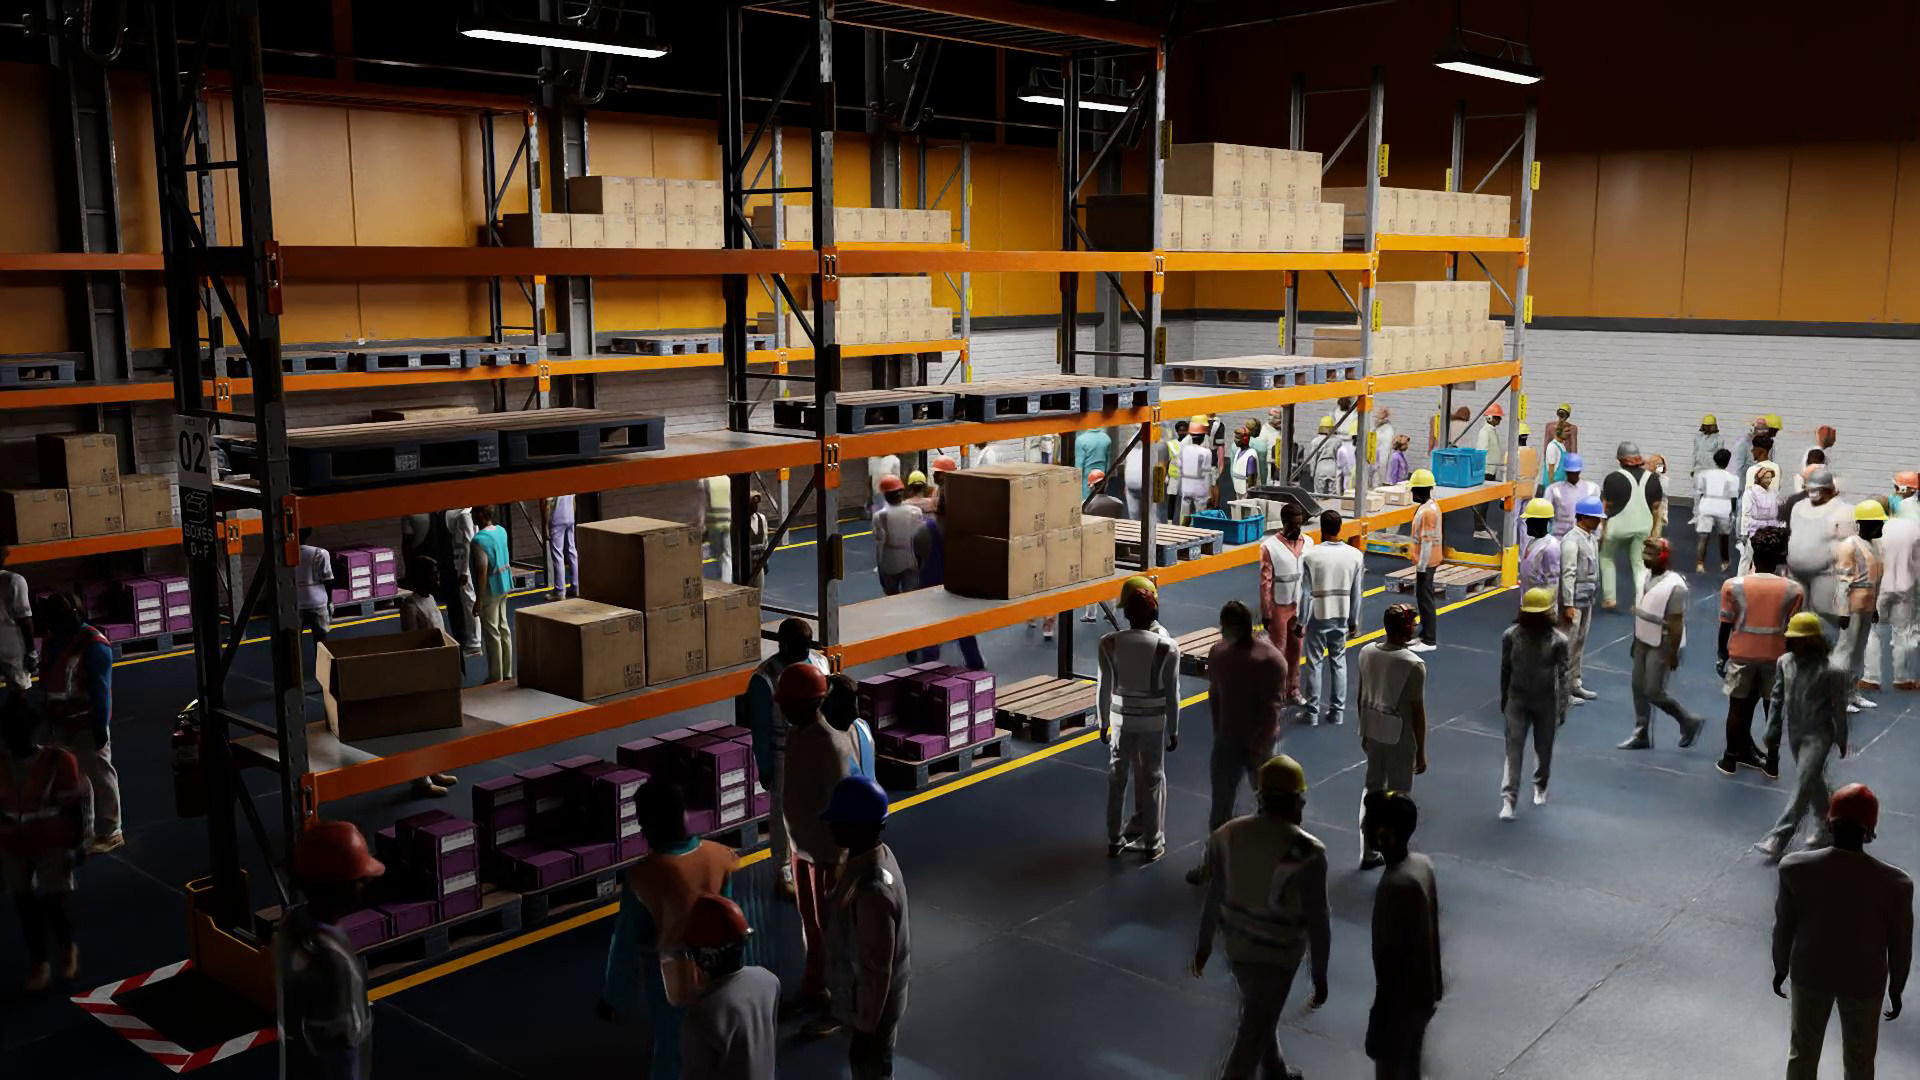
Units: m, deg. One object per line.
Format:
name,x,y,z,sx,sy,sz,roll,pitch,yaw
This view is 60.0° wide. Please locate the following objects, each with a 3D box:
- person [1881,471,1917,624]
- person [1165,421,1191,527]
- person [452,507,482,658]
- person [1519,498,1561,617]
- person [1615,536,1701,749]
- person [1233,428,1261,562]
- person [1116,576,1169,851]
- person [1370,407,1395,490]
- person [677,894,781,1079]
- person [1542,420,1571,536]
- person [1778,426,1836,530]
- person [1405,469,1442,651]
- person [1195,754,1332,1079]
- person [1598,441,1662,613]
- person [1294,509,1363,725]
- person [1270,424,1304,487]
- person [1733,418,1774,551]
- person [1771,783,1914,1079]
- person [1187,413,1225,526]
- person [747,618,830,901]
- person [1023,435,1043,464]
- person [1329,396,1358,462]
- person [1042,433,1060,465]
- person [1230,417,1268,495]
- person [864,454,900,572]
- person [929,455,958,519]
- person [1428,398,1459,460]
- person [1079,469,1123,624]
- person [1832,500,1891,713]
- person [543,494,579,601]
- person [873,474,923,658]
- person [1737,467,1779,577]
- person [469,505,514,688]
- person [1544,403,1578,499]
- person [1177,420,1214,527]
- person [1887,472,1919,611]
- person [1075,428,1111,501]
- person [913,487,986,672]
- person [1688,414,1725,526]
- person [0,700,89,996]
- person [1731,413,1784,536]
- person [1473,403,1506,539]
person,10.536,0.084,18.682,0.355,1.742,0.574,4,10,23
person,3.319,-0.949,24.978,0.537,1.696,0.318,-1,10,-5
person,-5.122,0.269,17.152,0.356,1.883,0.573,-4,10,-20
person,5.264,0.572,15.207,0.368,1.927,0.587,0,10,-3
person,5.803,0.867,13.759,0.546,1.831,0.573,-1,10,-7
person,3.886,-0.613,22.572,0.392,1.836,0.561,-2,10,-9
person,1.260,1.193,11.528,0.381,1.917,0.586,-2,10,-11
person,6.351,-1.095,25.327,0.402,1.886,0.692,-1,10,-8
person,-0.881,2.170,6.231,0.357,1.744,0.557,4,10,23
person,8.425,-0.775,23.521,0.340,1.839,0.504,6,11,33
person,11.645,-0.663,22.873,0.942,1.845,0.558,3,10,17
person,4.840,0.209,17.421,0.404,1.917,0.588,2,10,13
person,1.387,1.912,7.727,0.995,1.770,0.624,-9,13,-42
person,7.711,-0.156,19.217,0.694,2.000,0.647,-1,10,-5
person,3.231,0.685,14.600,0.599,1.909,0.401,-3,10,-15
person,4.844,-0.896,24.678,0.535,1.694,0.321,-2,10,-13
person,11.159,-0.776,23.370,0.655,1.893,0.401,-3,10,-19
person,3.963,1.949,7.503,0.563,1.752,0.329,5,11,28
person,3.763,-1.192,25.442,0.619,2.029,0.410,5,11,29
person,-1.048,1.388,10.644,0.429,1.831,0.631,9,13,44
person,1.155,-1.296,26.912,0.324,1.740,0.492,7,12,34
person,6.654,-1.650,28.776,0.571,1.840,0.987,4,10,20
person,1.497,-1.412,27.326,0.390,1.837,0.561,-4,10,-21
person,3.982,-0.718,22.876,0.376,1.940,0.629,-7,12,-36
person,-0.978,-0.523,21.990,0.536,1.849,0.628,7,12,35
person,-0.169,0.073,17.979,0.374,1.997,0.613,-5,11,-29
person,8.311,-1.597,28.642,0.533,1.767,0.325,-1,10,-6
person,1.556,0.073,18.721,0.559,1.746,0.332,-4,10,-24
person,8.163,0.596,15.070,0.628,1.927,0.382,-7,12,-35
person,-4.812,-0.182,20.000,0.350,1.837,0.503,5,11,29
person,-0.608,0.258,17.255,0.577,1.888,1.014,-1,10,-8
person,9.528,-0.062,19.850,0.522,1.638,0.311,-3,10,-20
person,-4.451,0.515,15.788,0.393,1.847,0.563,2,10,9
person,9.870,-1.373,27.349,0.529,1.752,0.341,6,11,30
person,3.198,-0.654,22.498,0.551,1.934,0.373,8,13,41
person,11.038,0.012,19.417,0.520,1.636,0.312,2,10,11
person,1.867,-0.881,23.944,0.652,1.906,0.404,-7,12,-37
person,-0.090,0.420,15.776,0.683,2.000,1.031,4,10,22
person,11.496,-1.075,25.628,0.344,1.738,0.485,-7,12,-37
person,-5.130,1.699,9.191,0.553,1.682,0.378,0,10,-2
person,11.599,-0.911,24.145,0.487,1.897,0.606,-1,10,-4
person,7.811,-1.025,24.542,0.395,1.992,0.622,5,11,28
